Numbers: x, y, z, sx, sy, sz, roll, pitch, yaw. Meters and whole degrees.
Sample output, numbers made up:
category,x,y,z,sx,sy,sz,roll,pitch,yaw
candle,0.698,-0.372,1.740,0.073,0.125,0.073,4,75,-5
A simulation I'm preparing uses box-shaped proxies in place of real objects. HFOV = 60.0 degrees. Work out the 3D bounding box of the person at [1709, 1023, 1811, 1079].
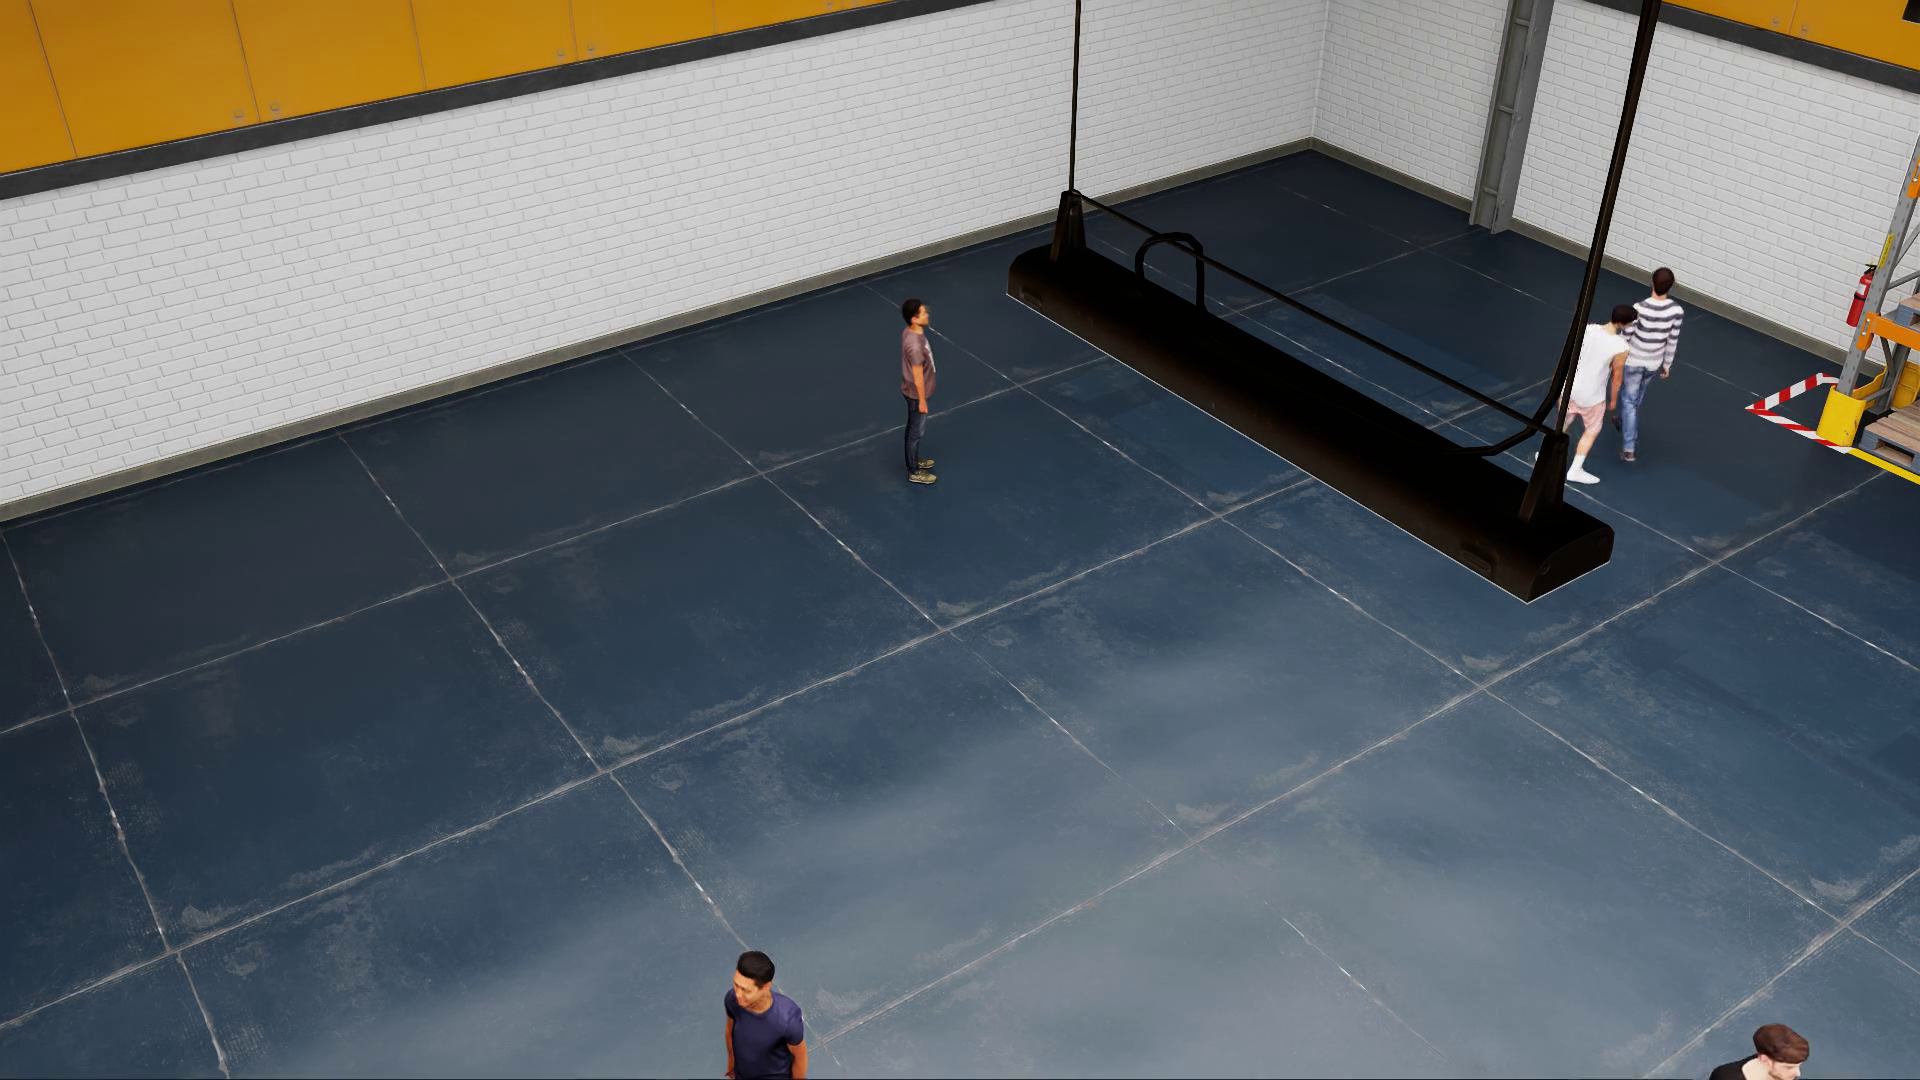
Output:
category,x,y,z,sx,sy,sz,roll,pitch,yaw
person,3.759,3.018,8.357,0.757,1.876,0.869,-16,37,-23

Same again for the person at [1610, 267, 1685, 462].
category,x,y,z,sx,sy,sz,roll,pitch,yaw
person,6.308,-1.585,15.343,1.124,1.810,1.261,2,34,3

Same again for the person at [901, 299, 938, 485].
category,x,y,z,sx,sy,sz,roll,pitch,yaw
person,-0.400,-1.362,15.033,0.769,1.780,0.657,-2,34,-3

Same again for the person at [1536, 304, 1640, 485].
category,x,y,z,sx,sy,sz,roll,pitch,yaw
person,5.611,-1.372,15.077,0.577,1.749,0.915,18,38,25

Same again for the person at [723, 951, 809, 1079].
category,x,y,z,sx,sy,sz,roll,pitch,yaw
person,-1.011,2.803,8.756,0.620,1.793,0.779,18,38,25
